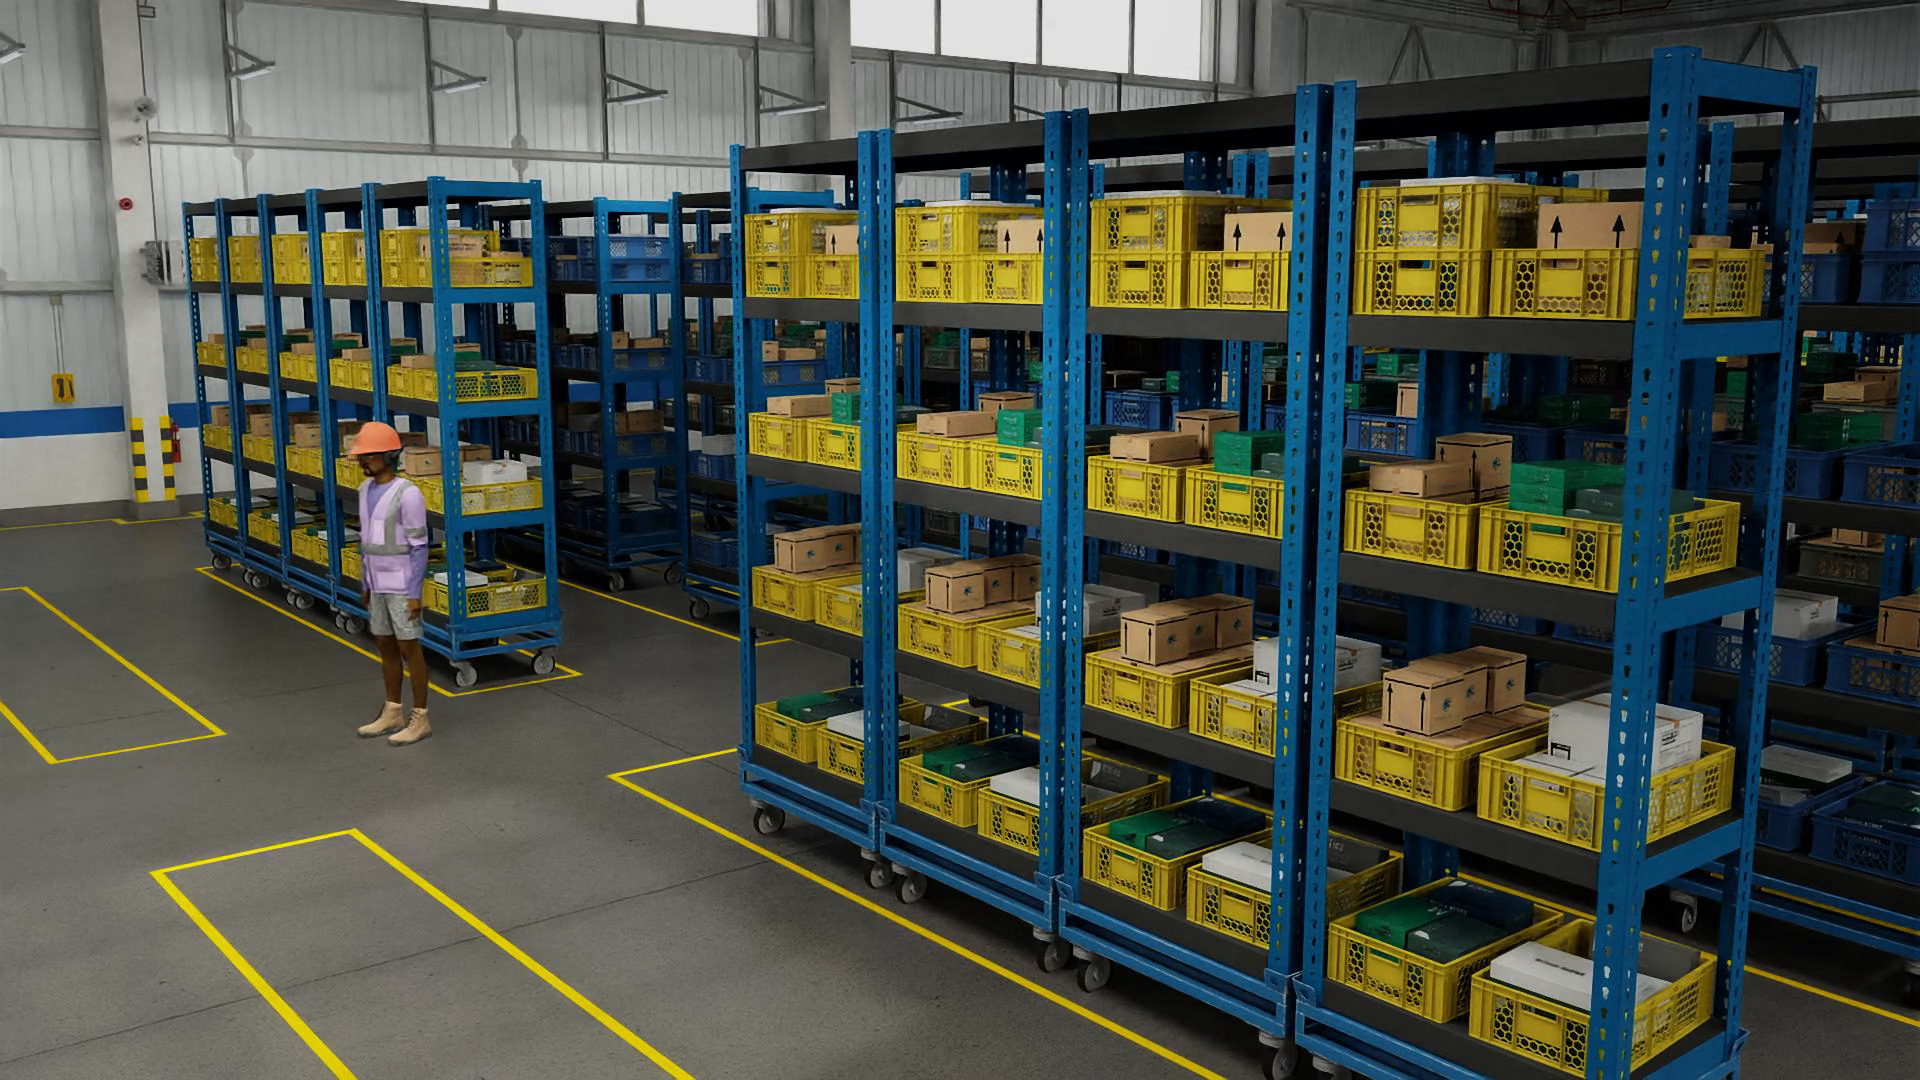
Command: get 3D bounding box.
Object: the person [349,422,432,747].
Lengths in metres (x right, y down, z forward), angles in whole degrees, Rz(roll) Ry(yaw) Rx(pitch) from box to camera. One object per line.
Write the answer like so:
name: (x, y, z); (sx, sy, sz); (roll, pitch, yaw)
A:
person: (-3.582, 0.276, 10.436); (0.609, 2.044, 0.396); (7, 12, 38)
